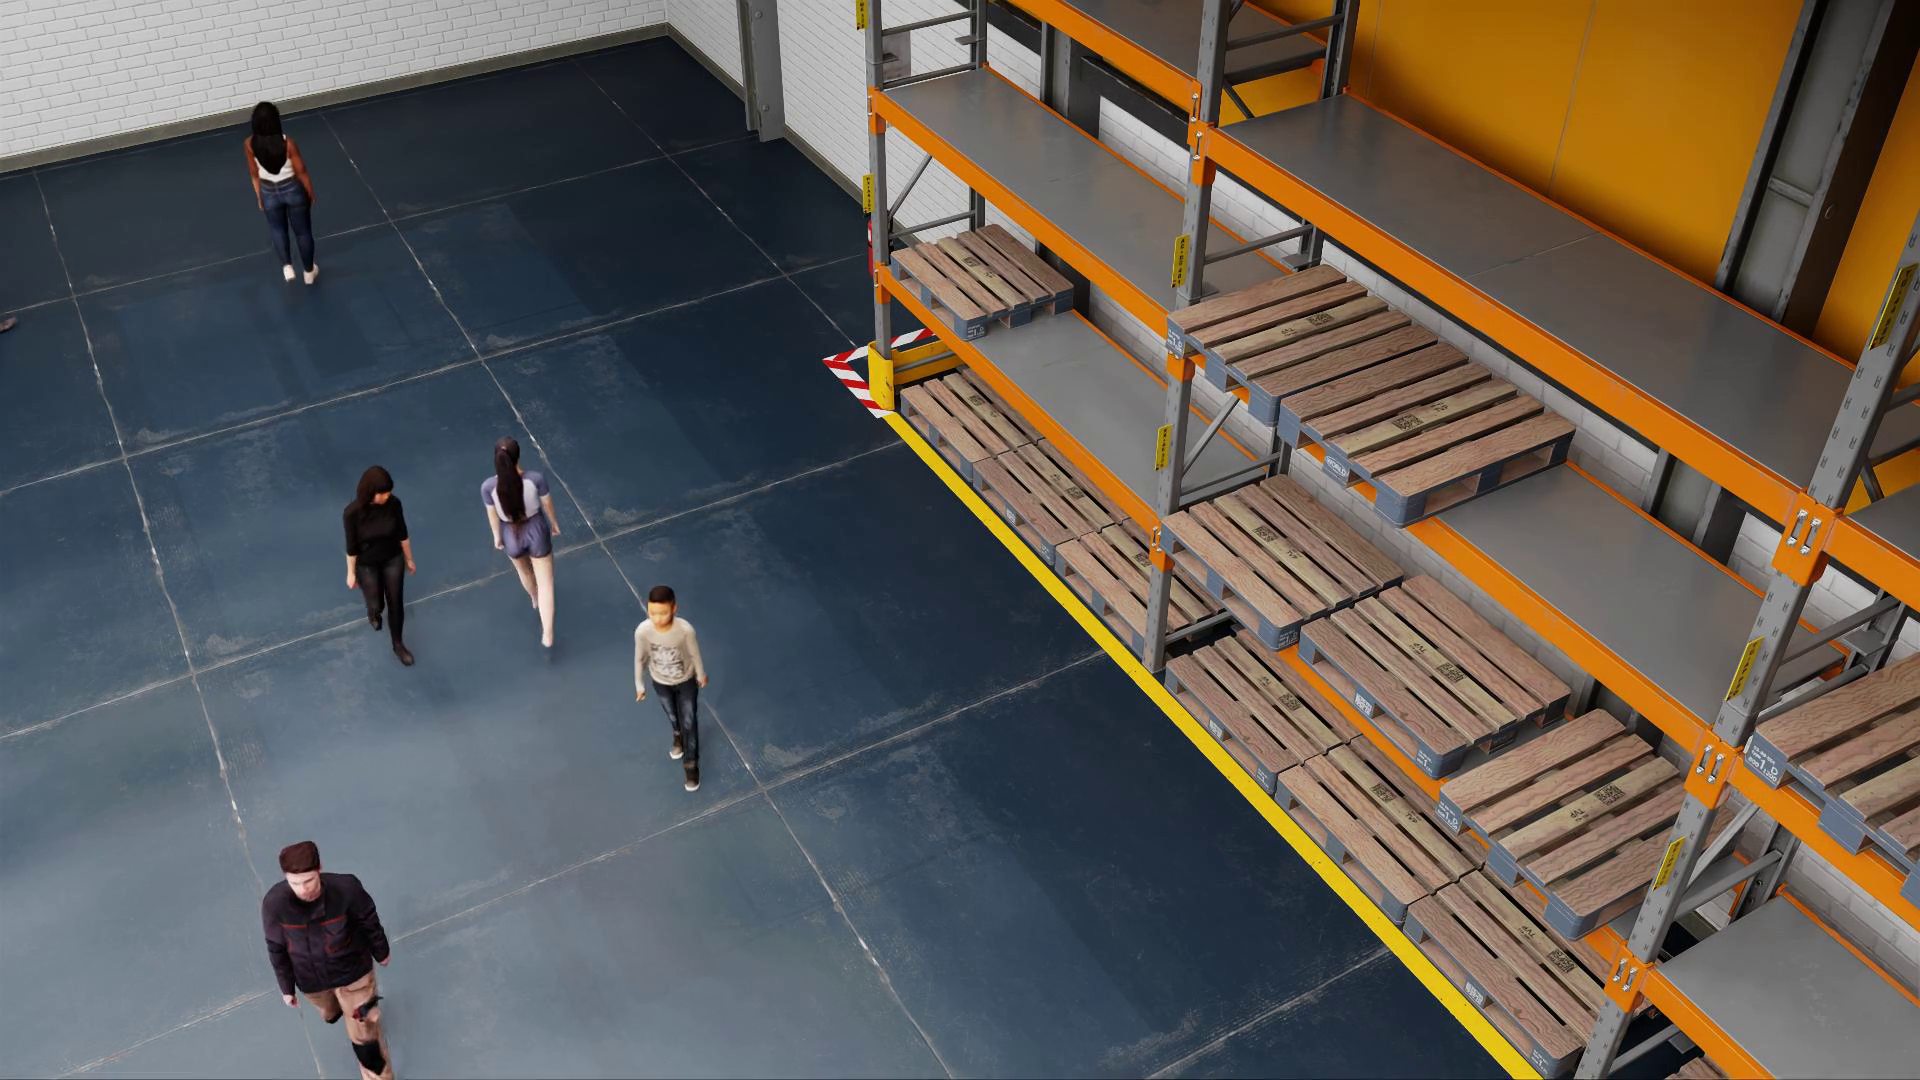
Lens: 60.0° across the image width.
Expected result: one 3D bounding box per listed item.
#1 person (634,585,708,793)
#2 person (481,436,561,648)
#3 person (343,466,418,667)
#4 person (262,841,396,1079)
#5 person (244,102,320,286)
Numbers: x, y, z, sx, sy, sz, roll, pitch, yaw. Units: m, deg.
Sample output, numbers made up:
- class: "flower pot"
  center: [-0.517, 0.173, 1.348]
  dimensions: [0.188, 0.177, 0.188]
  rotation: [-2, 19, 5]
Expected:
- class: "person"
  center: [-1.821, 0.827, 10.635]
  dimensions: [0.816, 1.445, 0.931]
  rotation: [0, 39, 1]
- class: "person"
  center: [-2.987, 0.041, 11.483]
  dimensions: [0.835, 1.617, 1.101]
  rotation: [-6, 39, -8]
- class: "person"
  center: [-3.998, 0.118, 11.390]
  dimensions: [0.666, 1.611, 0.816]
  rotation: [-20, 43, -23]
- class: "person"
  center: [-3.226, 2.169, 8.597]
  dimensions: [0.965, 1.892, 1.283]
  rotation: [-6, 39, -8]
- class: "person"
  center: [-6.236, -3.126, 15.301]
  dimensions: [0.790, 1.801, 0.832]
  rotation: [-4, 39, -5]
